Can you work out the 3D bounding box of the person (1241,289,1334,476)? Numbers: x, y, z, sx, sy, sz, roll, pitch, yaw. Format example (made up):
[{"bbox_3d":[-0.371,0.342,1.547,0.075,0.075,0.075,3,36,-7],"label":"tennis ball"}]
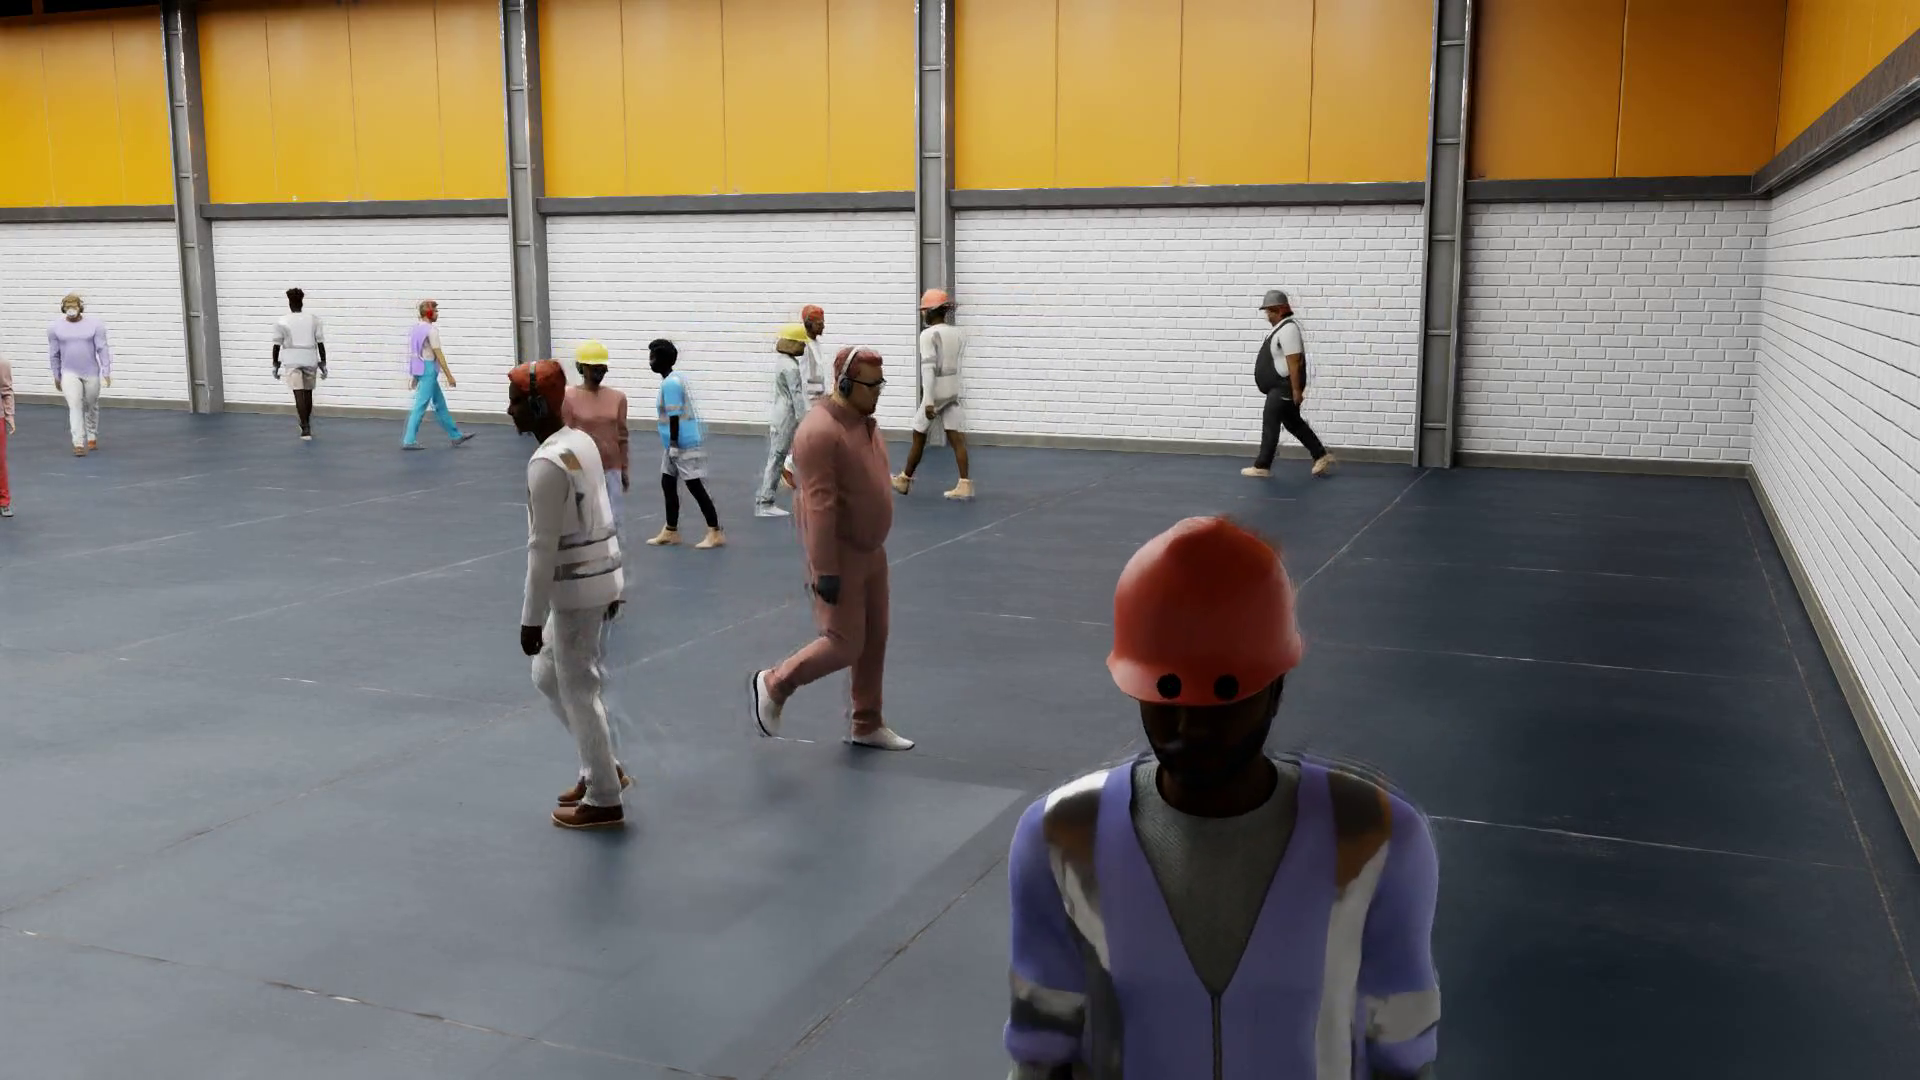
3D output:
[{"bbox_3d":[3.506,-1.681,17.530,0.937,2.000,0.723,1,9,8],"label":"person"}]

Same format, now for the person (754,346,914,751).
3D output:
[{"bbox_3d":[-0.586,0.057,7.487,0.621,1.875,0.677,4,10,23],"label":"person"}]

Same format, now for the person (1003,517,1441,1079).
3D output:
[{"bbox_3d":[0.331,0.911,2.178,0.570,1.920,0.463,2,10,12],"label":"person"}]

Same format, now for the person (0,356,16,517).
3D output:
[{"bbox_3d":[-8.592,-1.063,14.611,0.525,1.769,0.328,-5,11,-27],"label":"person"}]

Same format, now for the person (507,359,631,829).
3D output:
[{"bbox_3d":[-1.520,0.221,6.543,0.461,1.861,0.657,1,9,3],"label":"person"}]

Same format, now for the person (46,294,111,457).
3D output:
[{"bbox_3d":[-10.395,-1.956,19.670,0.647,1.890,1.015,-5,10,-25],"label":"person"}]

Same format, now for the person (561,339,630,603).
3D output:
[{"bbox_3d":[-2.461,-0.469,11.086,0.526,1.748,0.614,-7,12,-36],"label":"person"}]

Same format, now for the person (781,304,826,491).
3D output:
[{"bbox_3d":[-1.503,-1.296,15.754,0.518,1.869,0.584,2,10,13],"label":"person"}]

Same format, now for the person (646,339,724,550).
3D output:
[{"bbox_3d":[-2.164,-0.750,13.085,0.608,1.654,0.543,-2,10,-14],"label":"person"}]

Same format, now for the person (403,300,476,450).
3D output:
[{"bbox_3d":[-6.365,-1.993,20.162,0.972,1.795,0.575,-6,11,-34],"label":"person"}]

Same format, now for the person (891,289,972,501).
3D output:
[{"bbox_3d":[-0.273,-1.377,15.828,1.039,1.986,0.638,7,12,36],"label":"person"}]

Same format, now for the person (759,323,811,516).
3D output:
[{"bbox_3d":[-1.428,-1.054,14.706,0.793,1.704,0.507,-2,10,-10],"label":"person"}]

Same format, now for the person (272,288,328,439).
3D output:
[{"bbox_3d":[-8.565,-2.279,21.495,0.634,1.919,0.960,-7,11,-35],"label":"person"}]
